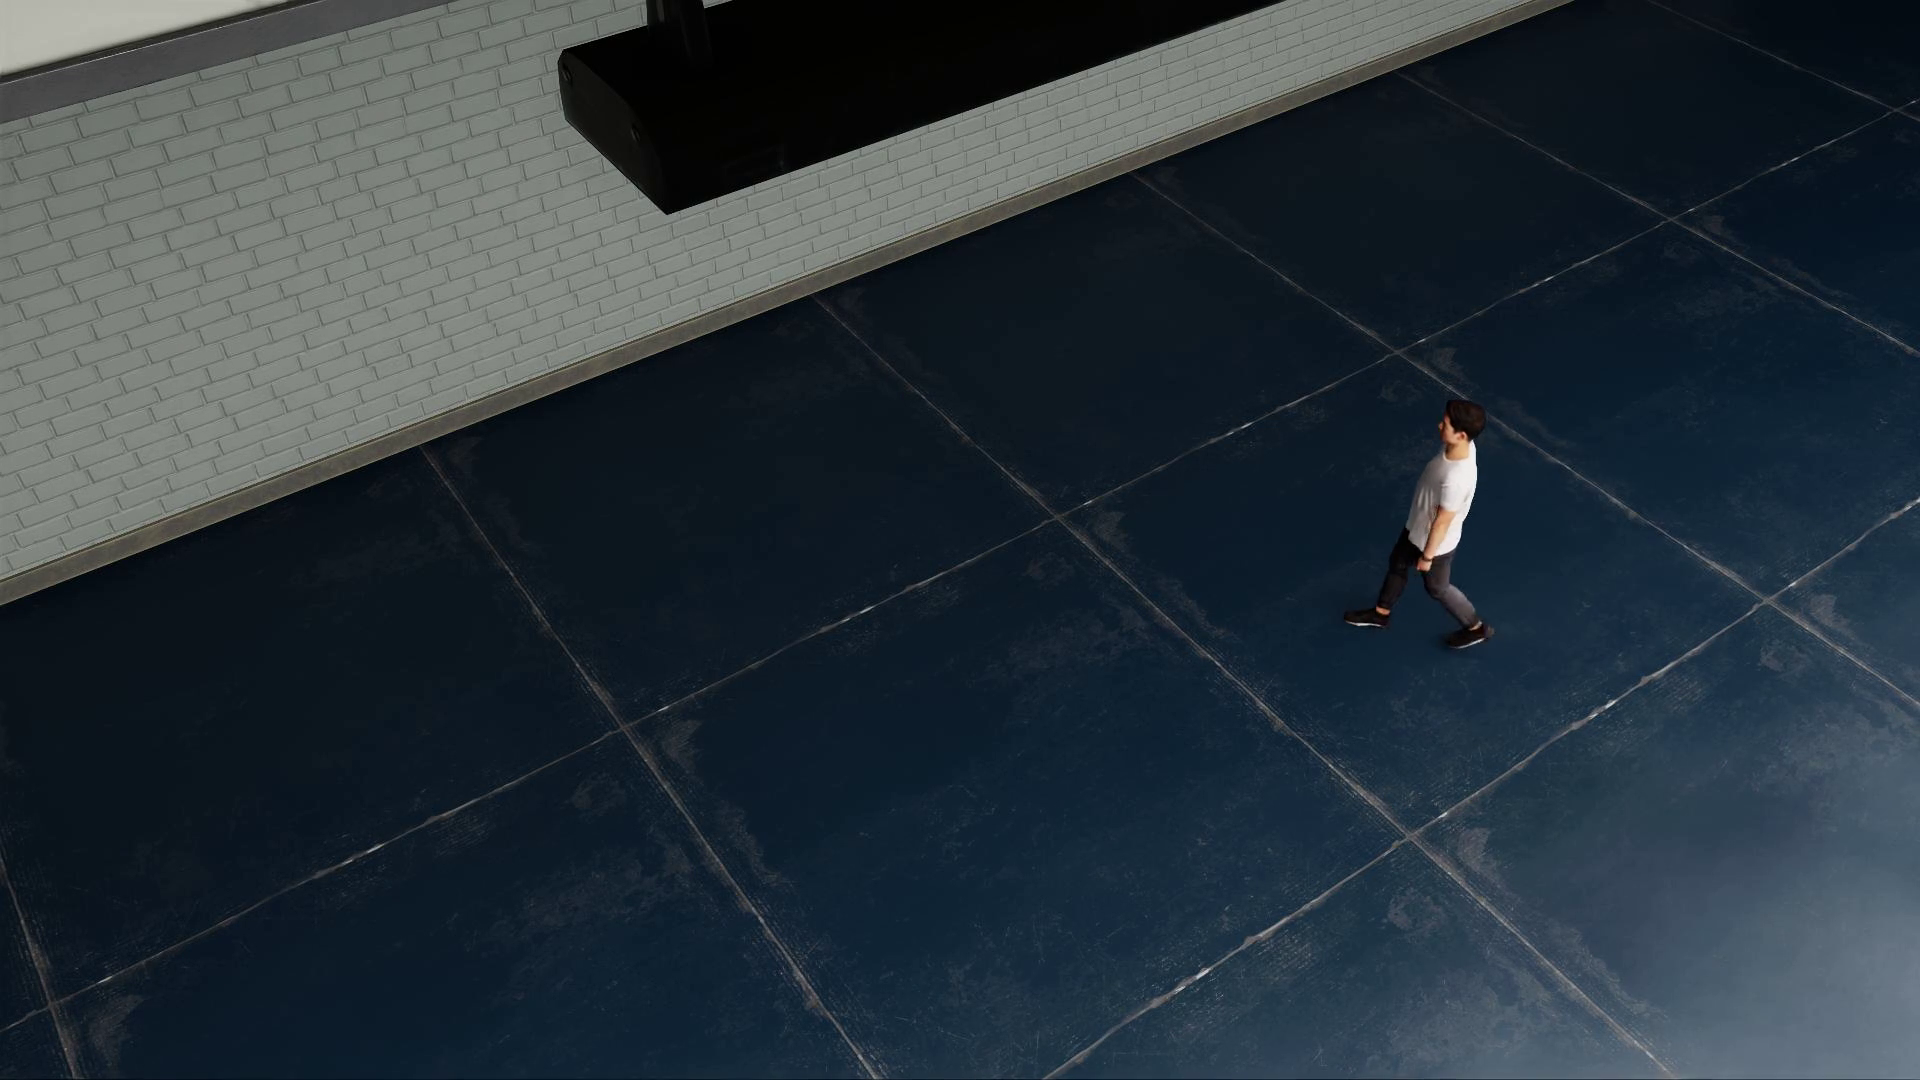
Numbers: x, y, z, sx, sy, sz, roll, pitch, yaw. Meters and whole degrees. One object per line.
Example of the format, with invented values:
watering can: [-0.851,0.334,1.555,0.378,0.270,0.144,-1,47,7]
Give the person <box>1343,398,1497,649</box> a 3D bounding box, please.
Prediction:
person: [2.666,-0.040,9.044,1.143,1.692,1.056,9,44,9]
